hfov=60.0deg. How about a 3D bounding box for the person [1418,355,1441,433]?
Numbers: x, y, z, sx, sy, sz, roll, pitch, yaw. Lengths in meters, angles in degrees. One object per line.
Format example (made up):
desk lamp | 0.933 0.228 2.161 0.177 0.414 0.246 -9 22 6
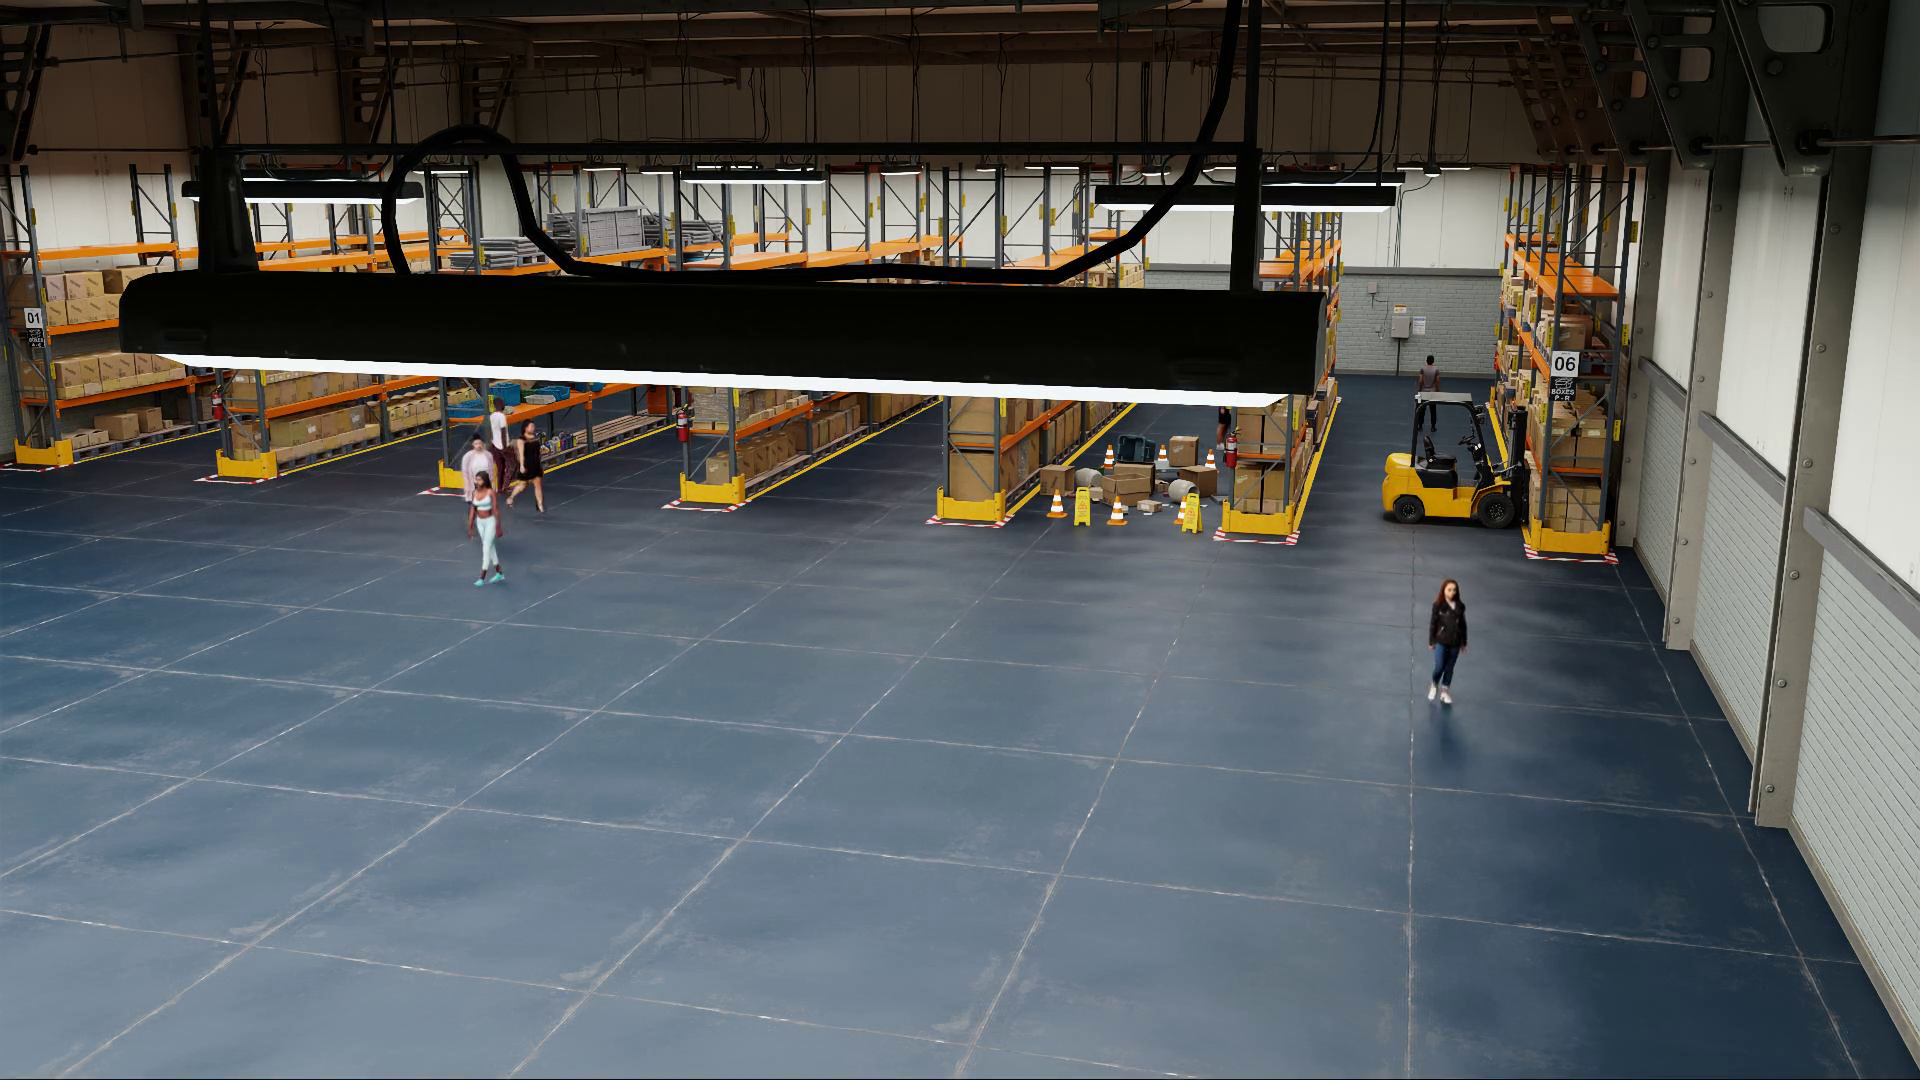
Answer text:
person | 10.747 -3.377 38.133 0.617 1.755 0.531 4 14 16

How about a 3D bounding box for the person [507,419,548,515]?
person | -7.639 -1.271 29.183 0.778 1.690 0.986 5 14 20

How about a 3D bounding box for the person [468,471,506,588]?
person | -6.904 -0.181 24.457 0.659 1.700 1.026 5 14 20

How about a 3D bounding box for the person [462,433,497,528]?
person | -8.002 -0.929 27.639 1.013 1.721 1.077 -8 15 -31

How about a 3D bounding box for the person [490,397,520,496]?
person | -8.592 -1.724 30.857 0.857 1.817 0.825 -10 16 -37

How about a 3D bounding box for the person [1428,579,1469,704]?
person | 5.609 1.148 19.214 0.634 1.475 0.631 -1 13 -4
